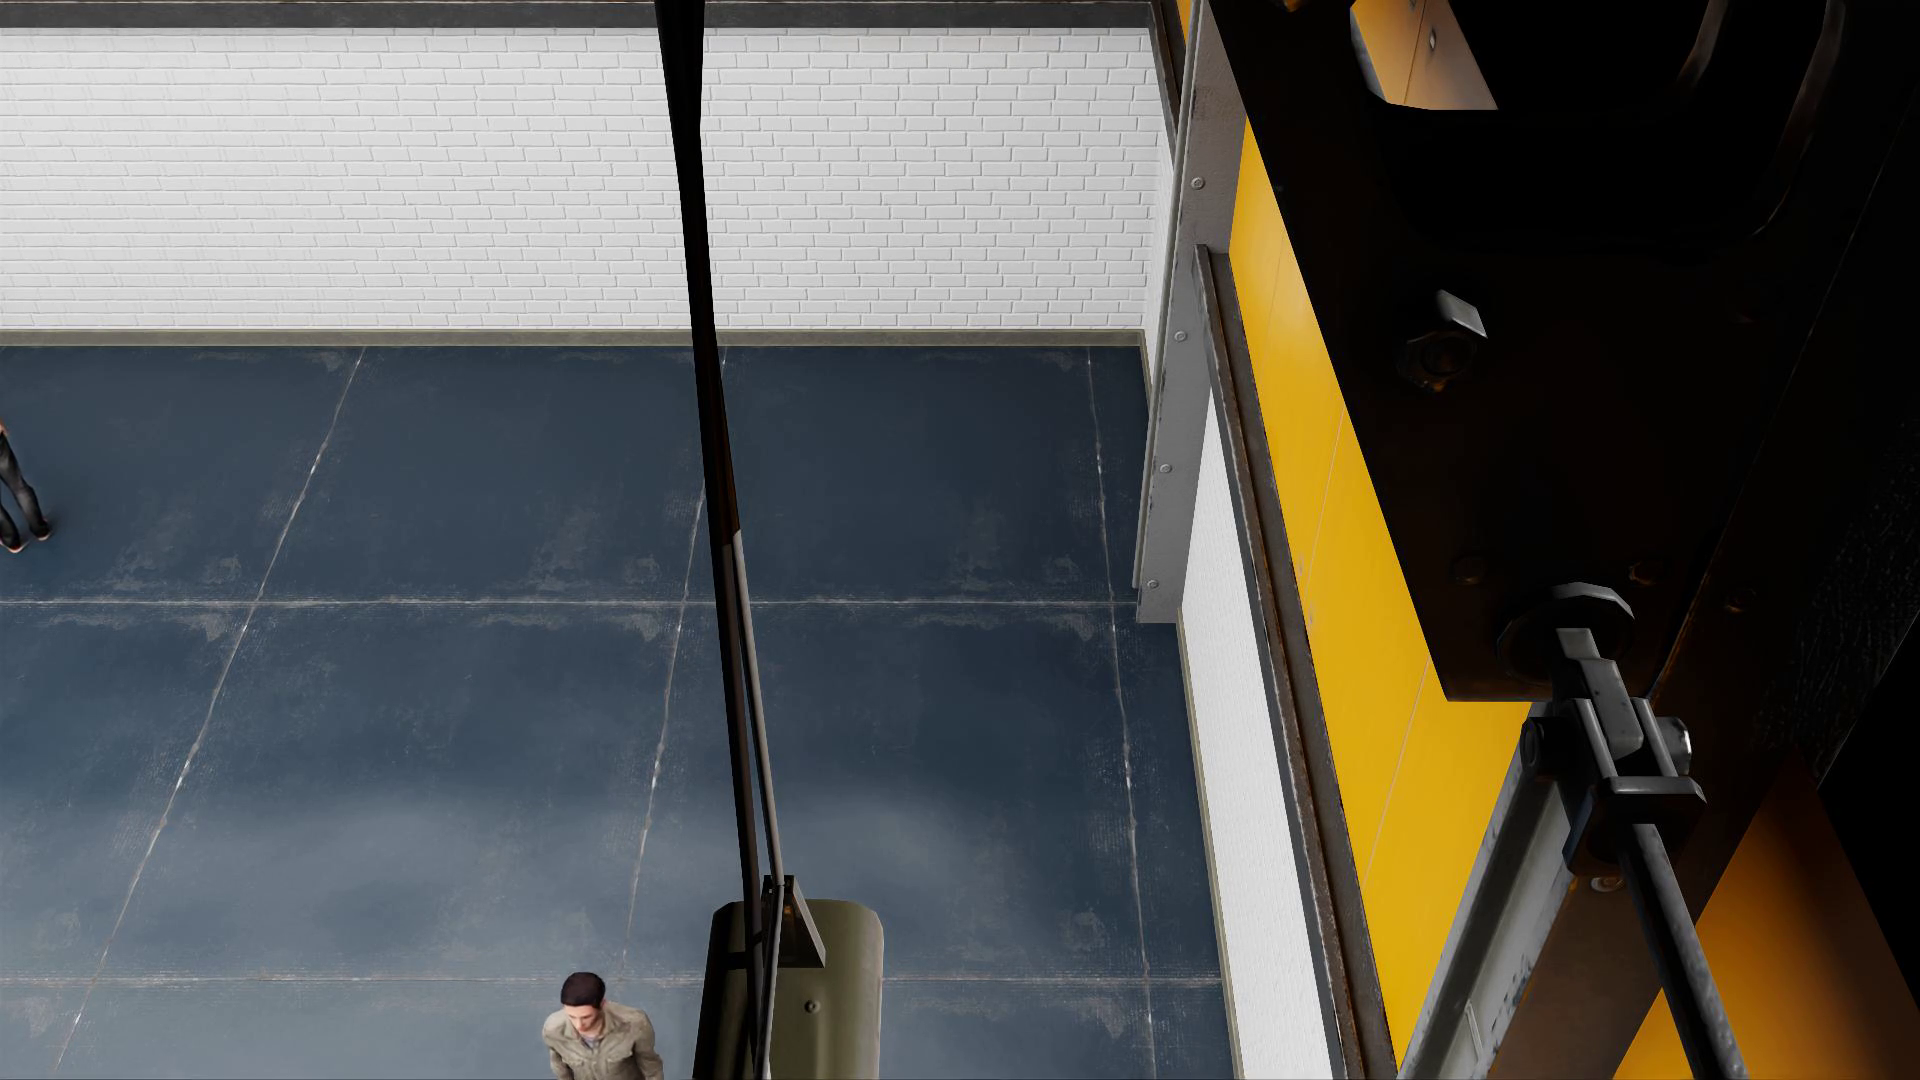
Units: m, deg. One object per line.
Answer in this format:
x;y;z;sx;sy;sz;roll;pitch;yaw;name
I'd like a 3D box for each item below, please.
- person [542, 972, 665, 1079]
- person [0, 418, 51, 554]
-1.642;2.583;8.084;0.773;1.818;1.178;-4;44;-4;person
-6.829;-0.674;11.519;0.719;1.795;0.767;-31;52;-28;person
